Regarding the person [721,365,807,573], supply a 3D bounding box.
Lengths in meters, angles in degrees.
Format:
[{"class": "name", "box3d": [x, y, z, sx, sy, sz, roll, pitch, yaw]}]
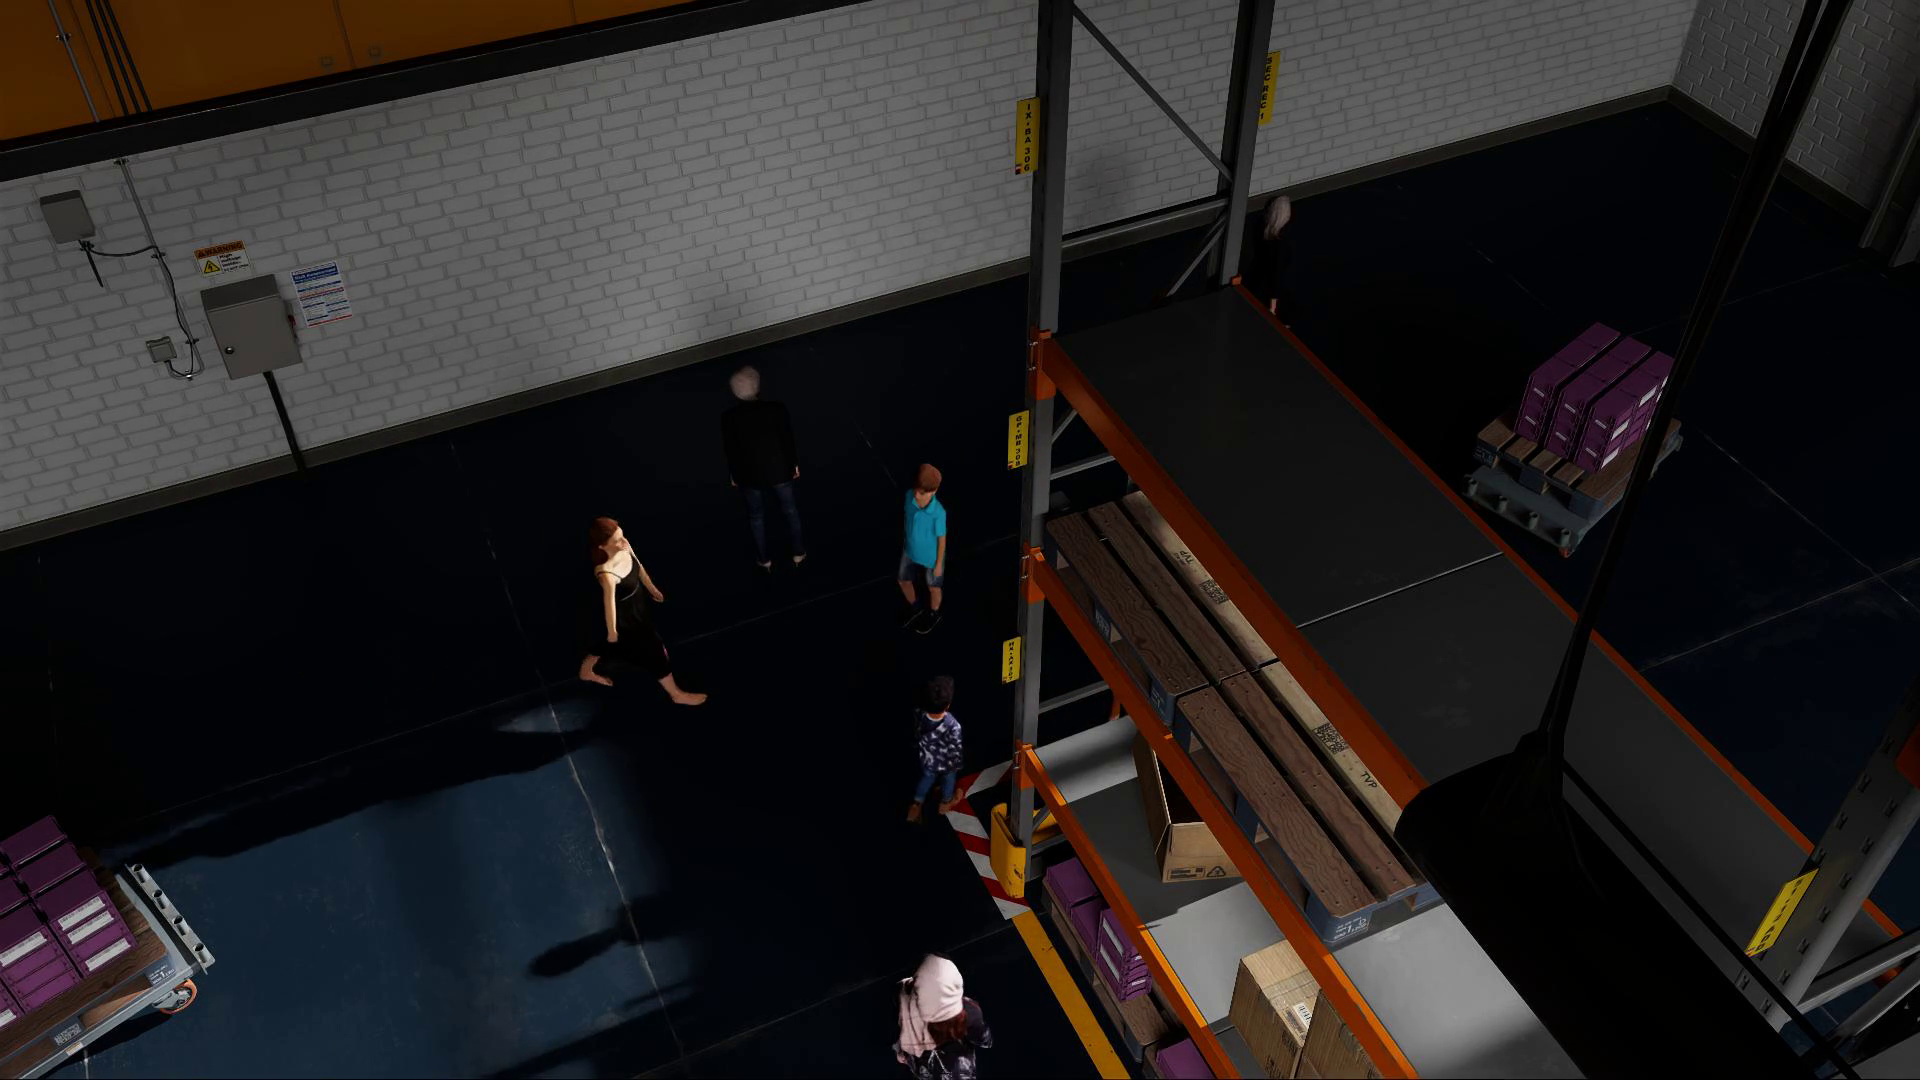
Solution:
[{"class": "person", "box3d": [-1.290, -0.485, 11.331, 0.793, 1.779, 0.692, -5, 44, -6]}]

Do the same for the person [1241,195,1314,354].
[{"class": "person", "box3d": [2.286, -1.881, 12.935, 0.682, 1.714, 1.017, -20, 47, -19]}]

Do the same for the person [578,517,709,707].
[{"class": "person", "box3d": [-2.224, 0.455, 10.585, 0.979, 1.574, 1.121, 2, 44, 2]}]

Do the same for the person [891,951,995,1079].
[{"class": "person", "box3d": [-0.122, 2.621, 8.281, 0.947, 1.616, 1.006, 14, 45, 14]}]

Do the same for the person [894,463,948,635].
[{"class": "person", "box3d": [-0.195, 0.018, 11.138, 0.607, 1.444, 0.699, 31, 52, 28]}]

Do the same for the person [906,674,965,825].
[{"class": "person", "box3d": [-0.157, 1.290, 9.951, 0.744, 1.240, 0.751, 26, 49, 24]}]
